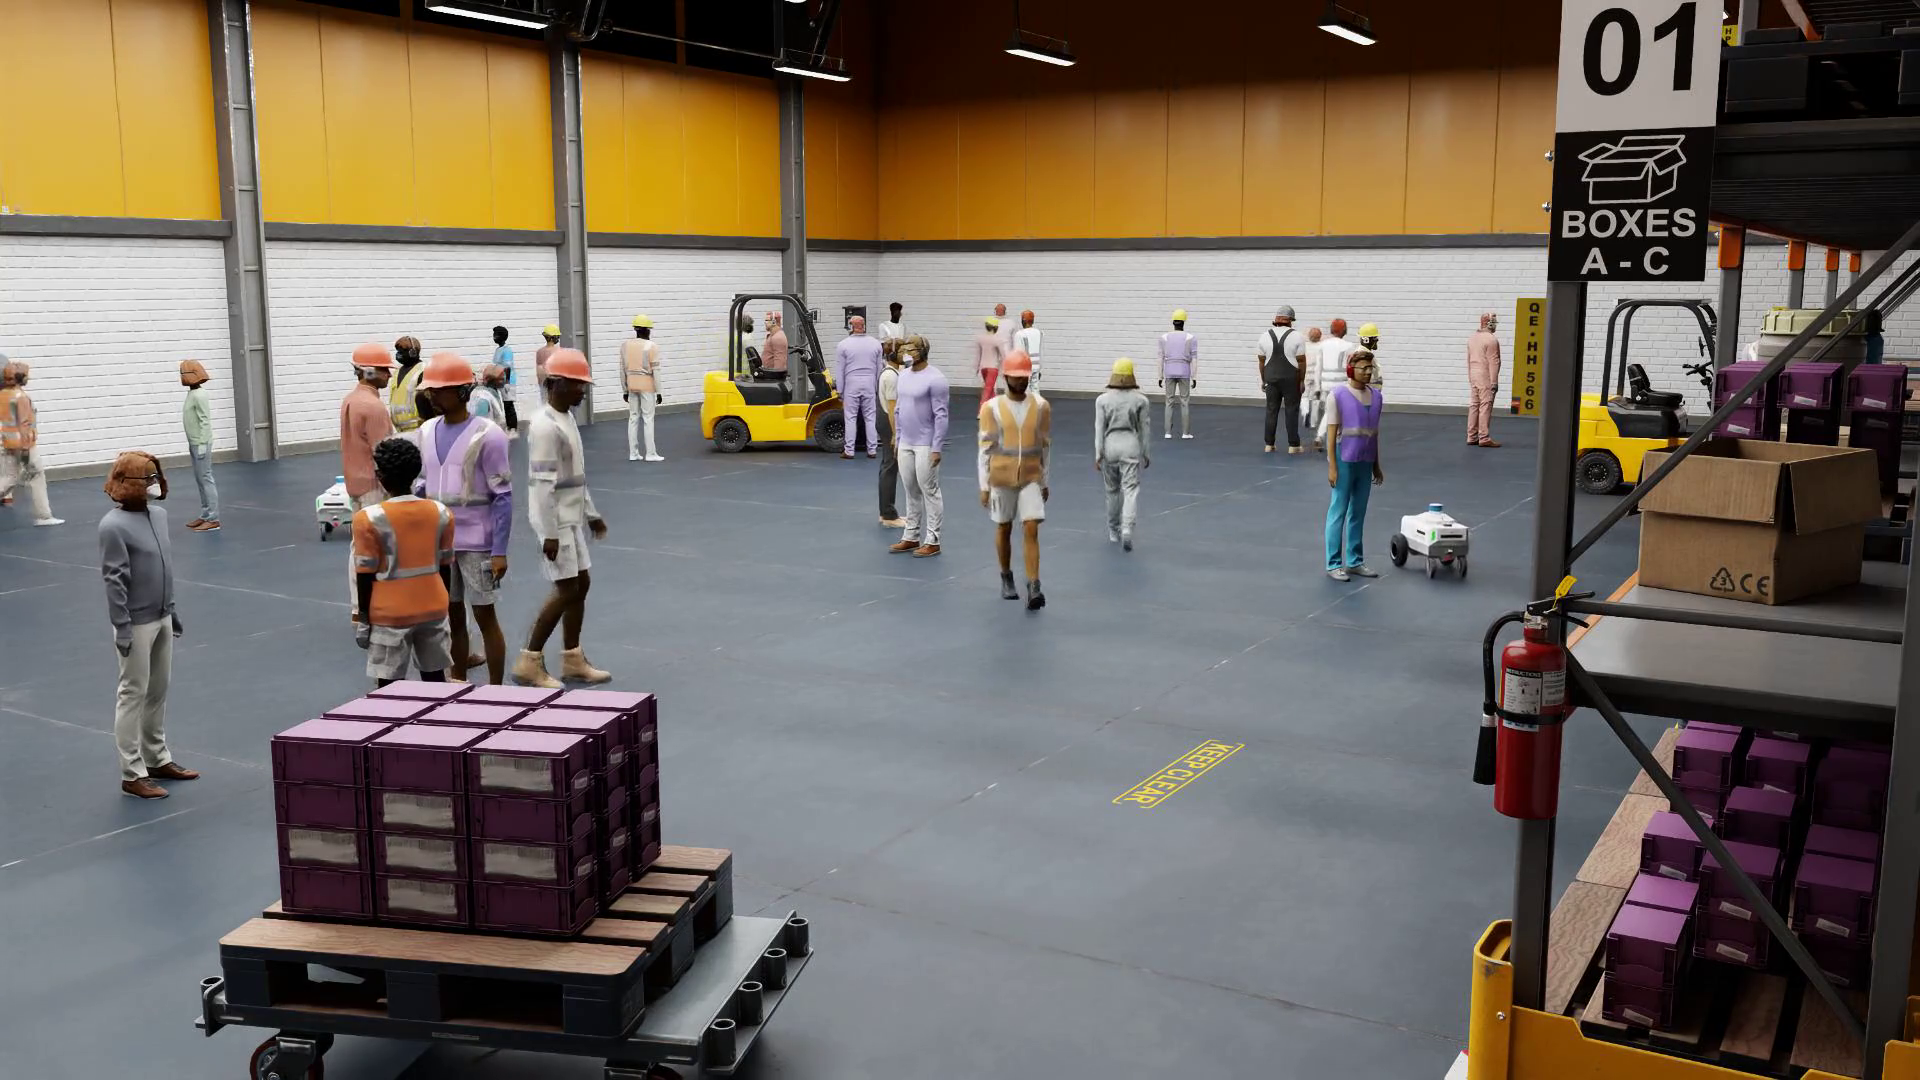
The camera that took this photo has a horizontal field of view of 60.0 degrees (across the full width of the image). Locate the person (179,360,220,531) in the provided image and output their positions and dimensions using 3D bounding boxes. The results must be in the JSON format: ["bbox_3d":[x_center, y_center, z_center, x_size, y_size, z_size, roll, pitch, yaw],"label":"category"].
[{"bbox_3d":[-7.296,-0.903,15.922,0.269,1.632,0.509,-6,11,-34],"label":"person"}]

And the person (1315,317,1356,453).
[{"bbox_3d":[5.019,-2.039,22.272,0.456,1.865,0.584,-9,13,-43],"label":"person"}]

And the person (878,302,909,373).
[{"bbox_3d":[-1.163,-3.244,29.557,0.601,1.956,0.379,-5,10,-27],"label":"person"}]

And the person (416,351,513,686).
[{"bbox_3d":[-2.704,0.007,8.971,0.615,2.041,0.392,5,10,27],"label":"person"}]

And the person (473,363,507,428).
[{"bbox_3d":[-4.585,-0.899,15.986,0.519,1.607,0.527,0,9,-1],"label":"person"}]

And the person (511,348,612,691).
[{"bbox_3d":[-2.368,-0.118,9.857,0.524,2.012,0.646,0,9,-3],"label":"person"}]

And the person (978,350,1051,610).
[{"bbox_3d":[0.417,-0.435,12.209,0.566,1.884,0.984,-1,9,-8],"label":"person"}]

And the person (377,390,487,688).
[{"bbox_3d":[-3.202,-0.025,9.938,0.511,1.818,1.003,2,9,13],"label":"person"}]

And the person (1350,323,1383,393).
[{"bbox_3d":[5.161,-1.836,21.130,0.404,1.832,0.599,2,9,13],"label":"person"}]

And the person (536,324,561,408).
[{"bbox_3d":[-5.615,-2.099,22.988,0.530,1.769,0.317,5,10,30],"label":"person"}]

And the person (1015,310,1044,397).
[{"bbox_3d":[1.069,-2.664,26.138,0.576,1.883,0.355,-8,12,-40],"label":"person"}]

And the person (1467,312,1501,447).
[{"bbox_3d":[7.460,-2.269,23.598,0.407,1.906,0.655,-2,9,-14],"label":"person"}]

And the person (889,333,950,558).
[{"bbox_3d":[-0.355,-0.819,14.448,0.370,1.940,0.627,-8,12,-40],"label":"person"}]

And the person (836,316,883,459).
[{"bbox_3d":[-1.339,-2.019,22.075,0.645,1.899,0.401,-3,10,-20],"label":"person"}]

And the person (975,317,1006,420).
[{"bbox_3d":[0.556,-2.880,27.992,0.551,1.712,0.915,7,12,38],"label":"person"}]

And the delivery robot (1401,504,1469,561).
[{"bbox_3d":[3.909,-0.055,13.696,0.477,0.478,0.707,-1,9,-6],"label":"delivery robot"}]

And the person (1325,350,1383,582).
[{"bbox_3d":[3.159,-0.602,13.380,0.563,1.848,0.389,-6,11,-33],"label":"person"}]

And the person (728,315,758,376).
[{"bbox_3d":[-3.224,-2.507,25.359,0.694,1.816,0.654,-7,11,-36],"label":"person"}]

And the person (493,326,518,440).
[{"bbox_3d":[-6.740,-2.323,24.620,0.321,1.691,0.537,-6,11,-31],"label":"person"}]

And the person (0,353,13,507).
[{"bbox_3d":[-10.214,-1.281,17.358,0.627,1.933,0.371,-9,13,-44],"label":"person"}]

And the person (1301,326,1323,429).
[{"bbox_3d":[5.543,-2.544,26.169,0.524,1.622,0.582,2,9,12],"label":"person"}]

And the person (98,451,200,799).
[{"bbox_3d":[-3.845,0.389,7.856,0.273,1.632,0.507,0,9,2],"label":"person"}]

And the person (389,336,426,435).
[{"bbox_3d":[-5.403,-1.090,16.447,0.624,1.844,0.430,8,12,41],"label":"person"}]

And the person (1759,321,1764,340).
[{"bbox_3d":[11.874,-2.375,24.491,0.404,1.834,0.591,4,10,24],"label":"person"}]

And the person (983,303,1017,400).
[{"bbox_3d":[0.749,-3.406,30.701,0.655,1.905,0.407,1,9,4],"label":"person"}]

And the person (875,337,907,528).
[{"bbox_3d":[-0.647,-1.040,16.122,0.351,1.846,0.506,-1,9,-6],"label":"person"}]

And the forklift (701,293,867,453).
[{"bbox_3d":[-2.458,-2.344,23.176,2.313,2.155,1.214,0,9,-2],"label":"forklift"}]

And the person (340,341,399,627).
[{"bbox_3d":[-4.032,-0.365,11.450,0.394,1.990,0.618,-7,12,-39],"label":"person"}]

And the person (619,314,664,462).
[{"bbox_3d":[-4.149,-1.978,21.728,0.593,1.923,0.373,4,10,23],"label":"person"}]

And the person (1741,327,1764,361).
[{"bbox_3d":[10.414,-1.903,21.530,0.621,1.840,0.429,3,10,18],"label":"person"}]

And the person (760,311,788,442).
[{"bbox_3d":[-2.724,-2.388,24.345,0.407,1.908,0.641,-2,9,-9],"label":"person"}]

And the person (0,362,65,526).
[{"bbox_3d":[-9.088,-0.903,15.964,0.519,1.616,0.728,7,11,35],"label":"person"}]

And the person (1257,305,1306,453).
[{"bbox_3d":[4.456,-2.216,22.852,0.676,2.000,0.536,6,11,31],"label":"person"}]

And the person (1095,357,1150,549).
[{"bbox_3d":[1.461,-0.788,14.974,0.493,1.713,0.831,1,9,7],"label":"person"}]

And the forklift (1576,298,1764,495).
[{"bbox_3d":[7.954,-1.589,18.462,2.313,2.155,1.214,5,11,30],"label":"forklift"}]

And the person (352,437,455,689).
[{"bbox_3d":[-2.616,0.359,7.878,0.321,1.689,0.530,7,11,36],"label":"person"}]

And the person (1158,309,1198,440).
[{"bbox_3d":[3.222,-2.448,24.655,0.589,1.927,0.388,3,9,16],"label":"person"}]

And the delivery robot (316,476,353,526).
[{"bbox_3d":[-5.768,-0.353,15.554,0.477,0.478,0.707,-1,9,-7],"label":"delivery robot"}]
